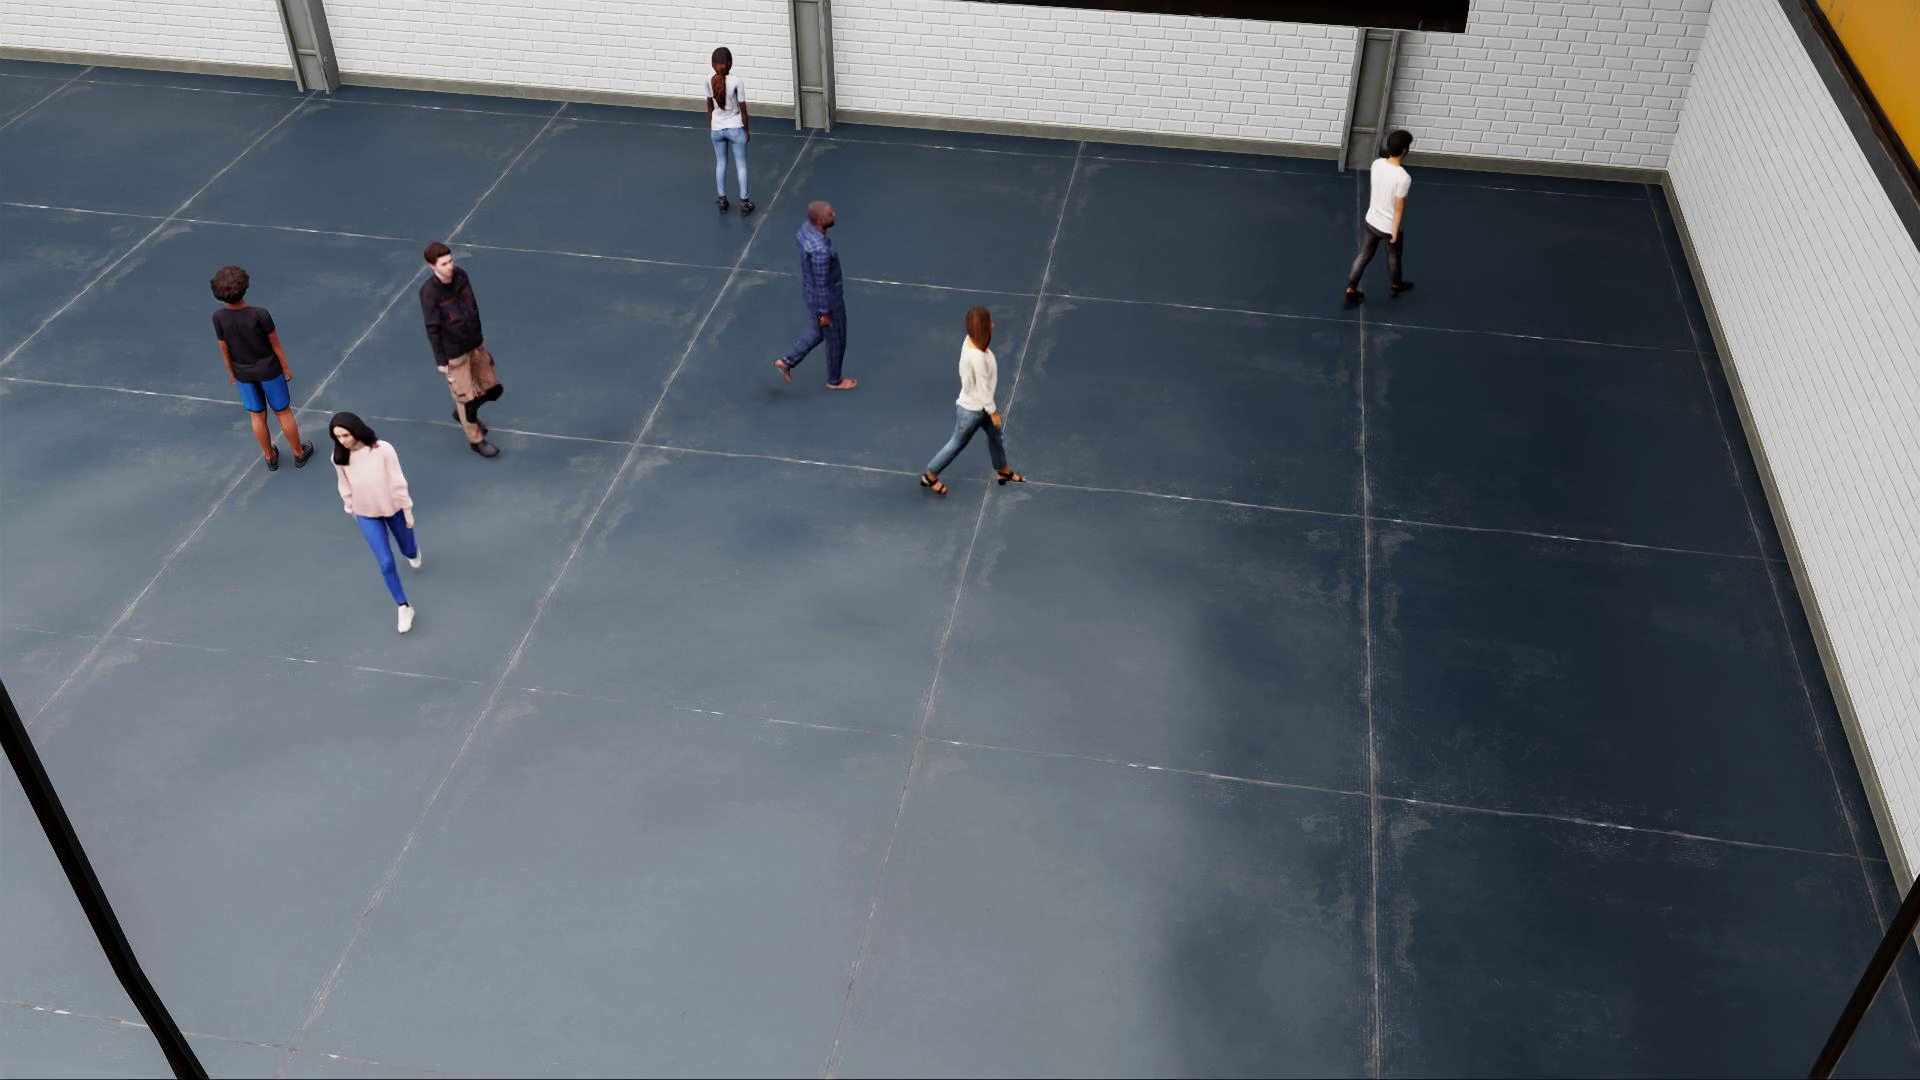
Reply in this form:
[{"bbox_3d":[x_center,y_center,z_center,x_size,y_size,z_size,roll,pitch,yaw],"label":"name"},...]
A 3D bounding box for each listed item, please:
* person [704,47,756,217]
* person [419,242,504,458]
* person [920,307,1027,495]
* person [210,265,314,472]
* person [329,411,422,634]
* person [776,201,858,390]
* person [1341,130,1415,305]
[{"bbox_3d":[-2.317,-4.089,16.639,0.462,1.718,0.636,8,39,10],"label":"person"},{"bbox_3d":[-4.044,-1.544,13.296,0.883,1.913,0.839,20,43,23],"label":"person"},{"bbox_3d":[0.025,-1.023,12.864,1.115,1.637,0.732,1,39,1],"label":"person"},{"bbox_3d":[-5.555,-1.347,13.143,0.616,1.797,0.751,-7,39,-8],"label":"person"},{"bbox_3d":[-4.077,-0.221,11.780,1.062,1.738,0.938,-7,39,-9],"label":"person"},{"bbox_3d":[-1.236,-2.029,13.986,1.060,1.809,0.932,-13,40,-15],"label":"person"},{"bbox_3d":[3.811,-2.904,15.181,1.108,1.685,1.026,-21,43,-24],"label":"person"}]
